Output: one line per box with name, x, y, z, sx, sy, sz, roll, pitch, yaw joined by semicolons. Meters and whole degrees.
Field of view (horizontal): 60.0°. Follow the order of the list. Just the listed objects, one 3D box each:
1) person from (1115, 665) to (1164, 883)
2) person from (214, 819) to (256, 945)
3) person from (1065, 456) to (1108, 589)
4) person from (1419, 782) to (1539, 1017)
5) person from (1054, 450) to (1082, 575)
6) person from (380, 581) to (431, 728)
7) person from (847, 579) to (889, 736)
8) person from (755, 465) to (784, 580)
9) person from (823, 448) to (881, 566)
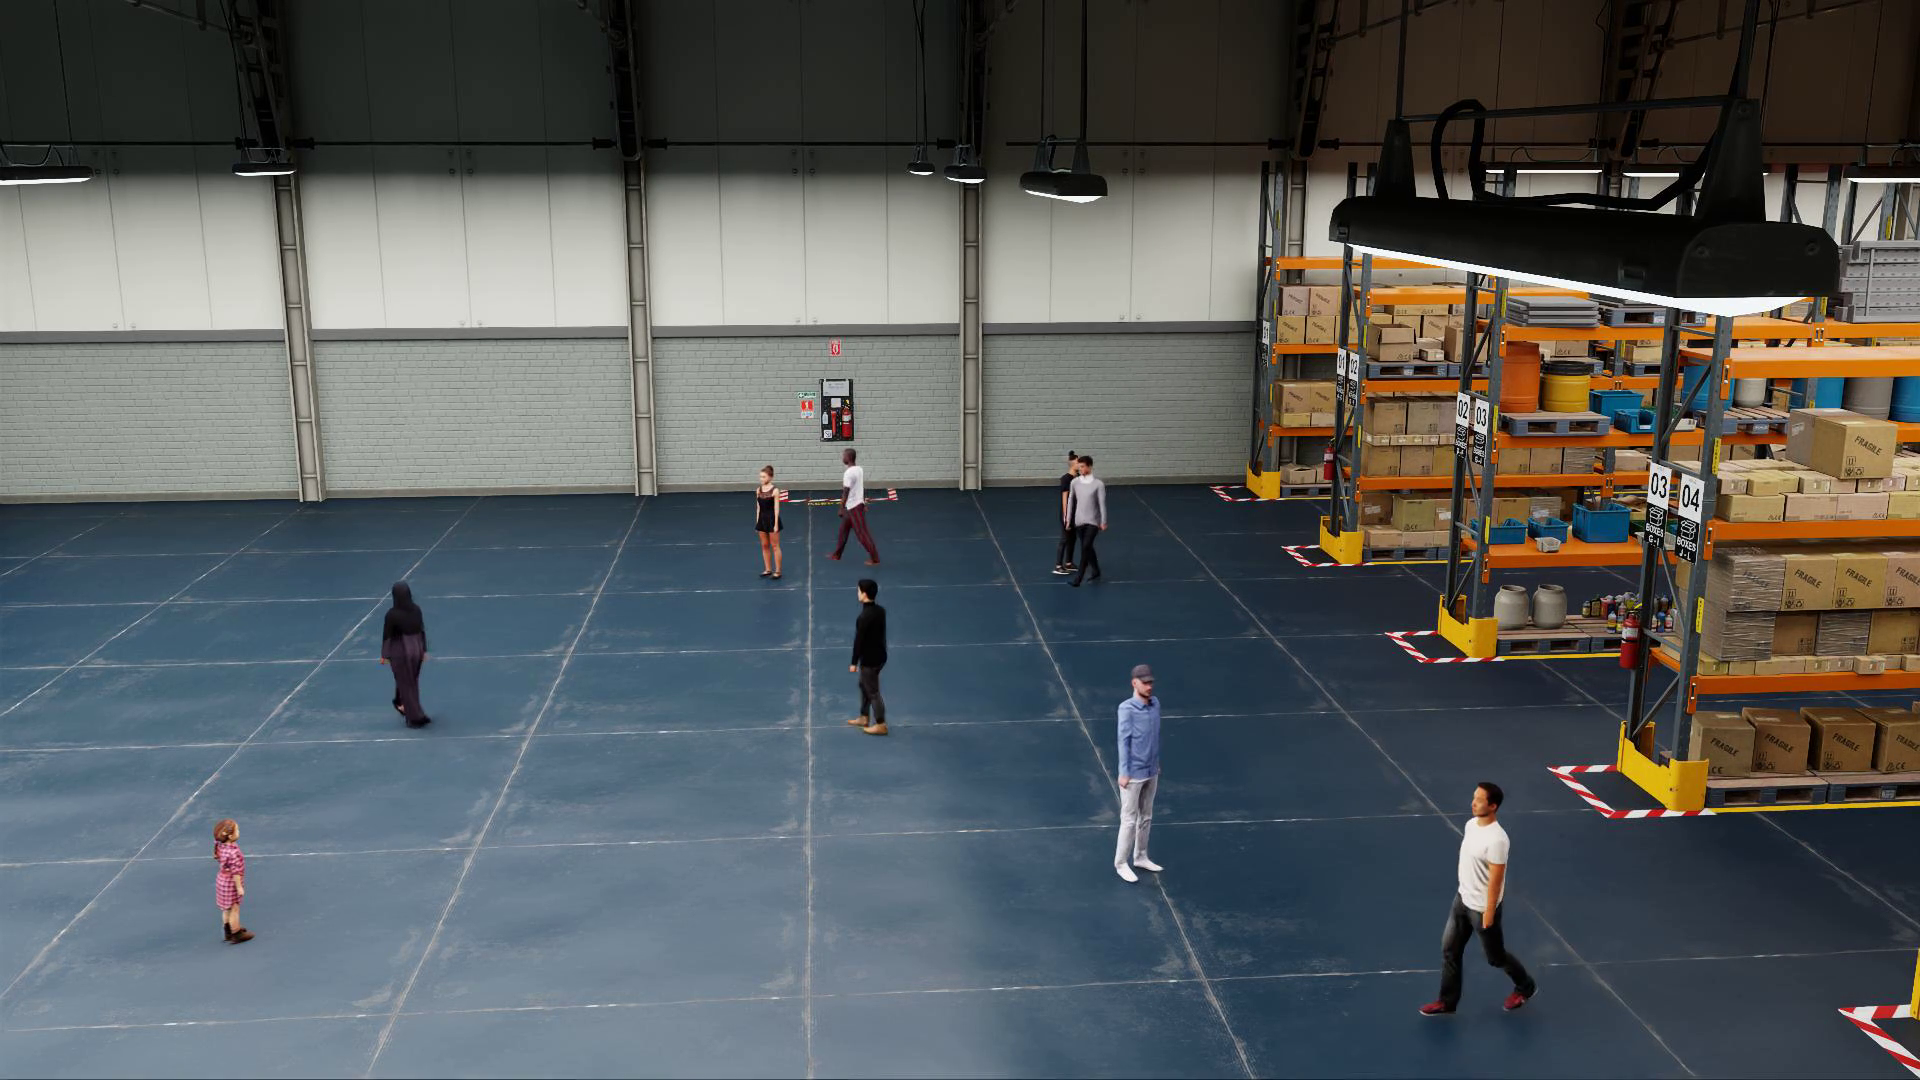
person;1.547;1.977;14.339;0.703;1.886;0.797;-11;17;-41
person;-5.777;2.693;13.161;0.553;1.021;0.498;-13;18;-43
person;1.885;-0.258;24.038;1.260;1.864;1.319;11;17;39
person;3.816;2.601;11.903;1.161;1.769;0.781;-4;14;-15
person;1.641;-0.420;24.750;0.812;1.859;0.769;9;16;35
person;-5.992;1.246;18.108;1.047;1.609;0.965;9;16;34
person;-0.884;1.265;17.802;0.905;1.710;0.836;5;14;20
person;-2.805;-0.269;24.494;0.677;1.680;0.749;9;16;33
person;-1.507;-0.448;25.055;1.244;1.776;0.930;3;13;15
